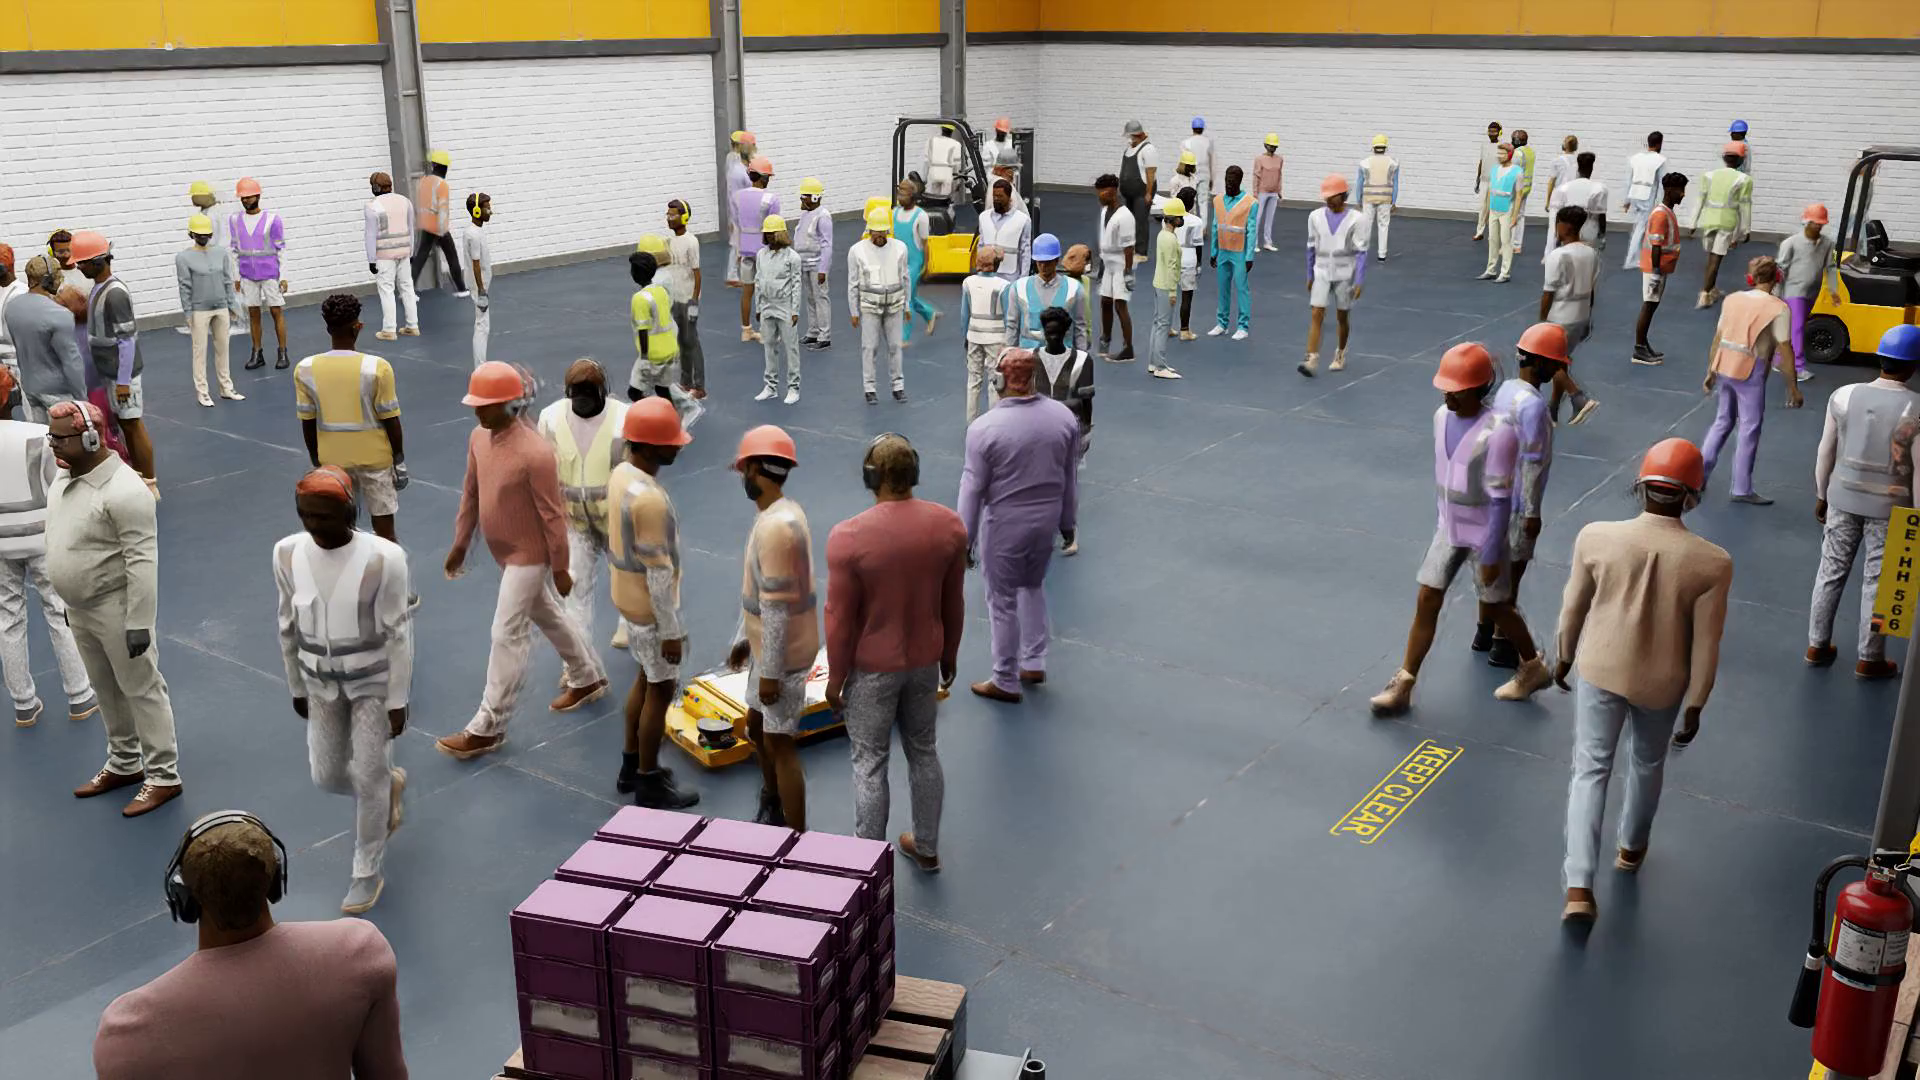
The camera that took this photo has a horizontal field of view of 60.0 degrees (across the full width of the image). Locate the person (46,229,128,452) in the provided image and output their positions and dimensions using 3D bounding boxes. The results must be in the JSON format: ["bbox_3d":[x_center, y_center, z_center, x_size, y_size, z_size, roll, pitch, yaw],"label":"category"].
[{"bbox_3d":[-7.171,-1.603,13.580,0.527,1.857,0.344,-15,23,-39],"label":"person"}]

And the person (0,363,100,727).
[{"bbox_3d":[-4.730,0.035,8.410,0.576,1.879,0.355,-5,18,-15],"label":"person"}]

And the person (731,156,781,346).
[{"bbox_3d":[-2.171,-3.134,18.084,0.612,2.030,0.409,10,20,28],"label":"person"}]

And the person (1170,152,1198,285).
[{"bbox_3d":[2.985,-4.279,22.127,0.487,1.741,0.314,-15,23,-39],"label":"person"}]

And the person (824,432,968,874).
[{"bbox_3d":[-0.265,0.504,6.876,0.633,1.928,0.386,-11,21,-30],"label":"person"}]

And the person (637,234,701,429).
[{"bbox_3d":[-2.517,-1.742,14.188,0.438,1.729,0.497,0,18,-1],"label":"person"}]

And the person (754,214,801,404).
[{"bbox_3d":[-1.695,-2.139,15.428,0.487,1.744,0.294,8,20,24],"label":"person"}]

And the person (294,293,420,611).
[{"bbox_3d":[-3.588,-0.488,9.902,0.602,1.966,0.368,0,18,1],"label":"person"}]

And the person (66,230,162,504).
[{"bbox_3d":[-6.174,-1.235,12.133,0.391,2.034,0.605,-13,22,-34],"label":"person"}]

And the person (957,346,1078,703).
[{"bbox_3d":[0.286,-0.070,8.710,0.693,1.894,0.412,-10,20,-29],"label":"person"}]

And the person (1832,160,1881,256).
[{"bbox_3d":[12.467,-4.507,23.099,0.486,1.581,0.900,-11,21,-32],"label":"person"}]

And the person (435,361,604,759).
[{"bbox_3d":[-2.215,0.054,8.266,1.045,1.941,0.629,-16,24,-41],"label":"person"}]

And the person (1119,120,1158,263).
[{"bbox_3d":[2.546,-5.064,24.097,0.535,2.000,0.717,-9,20,-26],"label":"person"}]

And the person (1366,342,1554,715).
[{"bbox_3d":[2.654,-0.056,8.545,1.062,1.987,0.662,-7,19,-21],"label":"person"}]

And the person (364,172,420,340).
[{"bbox_3d":[-6.324,-3.148,18.444,0.429,1.837,0.629,11,21,32],"label":"person"}]

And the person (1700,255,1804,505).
[{"bbox_3d":[5.790,-1.159,12.243,0.455,1.826,0.747,-6,19,-17],"label":"person"}]

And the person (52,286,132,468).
[{"bbox_3d":[-6.442,-1.093,12.378,0.513,1.614,0.357,8,20,25],"label":"person"}]

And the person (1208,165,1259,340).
[{"bbox_3d":[3.042,-3.192,18.462,0.397,1.910,0.587,-16,24,-41],"label":"person"}]

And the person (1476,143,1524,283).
[{"bbox_3d":[7.266,-4.371,22.244,0.373,1.843,0.571,-8,20,-25],"label":"person"}]

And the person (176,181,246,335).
[{"bbox_3d":[-8.424,-3.105,18.481,0.798,1.709,0.508,-12,21,-33],"label":"person"}]

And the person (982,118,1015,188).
[{"bbox_3d":[0.625,-5.656,26.162,0.599,1.909,0.414,-3,18,-10],"label":"person"}]

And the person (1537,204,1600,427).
[{"bbox_3d":[5.275,-1.909,14.378,0.634,1.946,0.618,-12,21,-33],"label":"person"}]

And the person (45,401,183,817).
[{"bbox_3d":[-3.865,0.307,7.515,0.643,1.909,0.410,11,21,31],"label":"person"}]

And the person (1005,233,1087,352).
[{"bbox_3d":[0.651,-1.351,12.633,0.618,1.945,0.394,1,18,4],"label":"person"}]

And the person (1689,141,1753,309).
[{"bbox_3d":[9.384,-3.864,20.382,0.933,2.006,0.651,-14,22,-37],"label":"person"}]

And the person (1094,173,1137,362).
[{"bbox_3d":[1.624,-2.836,17.306,0.451,1.936,0.641,-6,19,-19],"label":"person"}]

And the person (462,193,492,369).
[{"bbox_3d":[-4.644,-2.430,16.160,0.324,1.860,0.510,-6,19,-18],"label":"person"}]

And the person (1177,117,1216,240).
[{"bbox_3d":[3.790,-5.772,26.572,0.651,1.891,1.027,-1,18,-2],"label":"person"}]

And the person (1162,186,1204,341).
[{"bbox_3d":[2.451,-3.045,18.350,0.530,1.689,0.321,14,23,38],"label":"person"}]

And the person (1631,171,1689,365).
[{"bbox_3d":[7.215,-2.807,17.158,0.366,1.962,0.614,9,20,26],"label":"person"}]

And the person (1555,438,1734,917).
[{"bbox_3d":[2.700,0.552,6.682,0.617,1.958,0.992,8,20,24],"label":"person"}]

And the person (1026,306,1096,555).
[{"bbox_3d":[0.632,-0.734,11.119,0.545,1.689,0.321,3,18,9],"label":"person"}]

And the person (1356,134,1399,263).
[{"bbox_3d":[6.004,-4.909,23.974,0.585,1.824,0.404,4,18,12],"label":"person"}]

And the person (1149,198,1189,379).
[{"bbox_3d":[2.080,-2.496,16.509,0.327,1.767,0.533,-1,18,-4],"label":"person"}]
